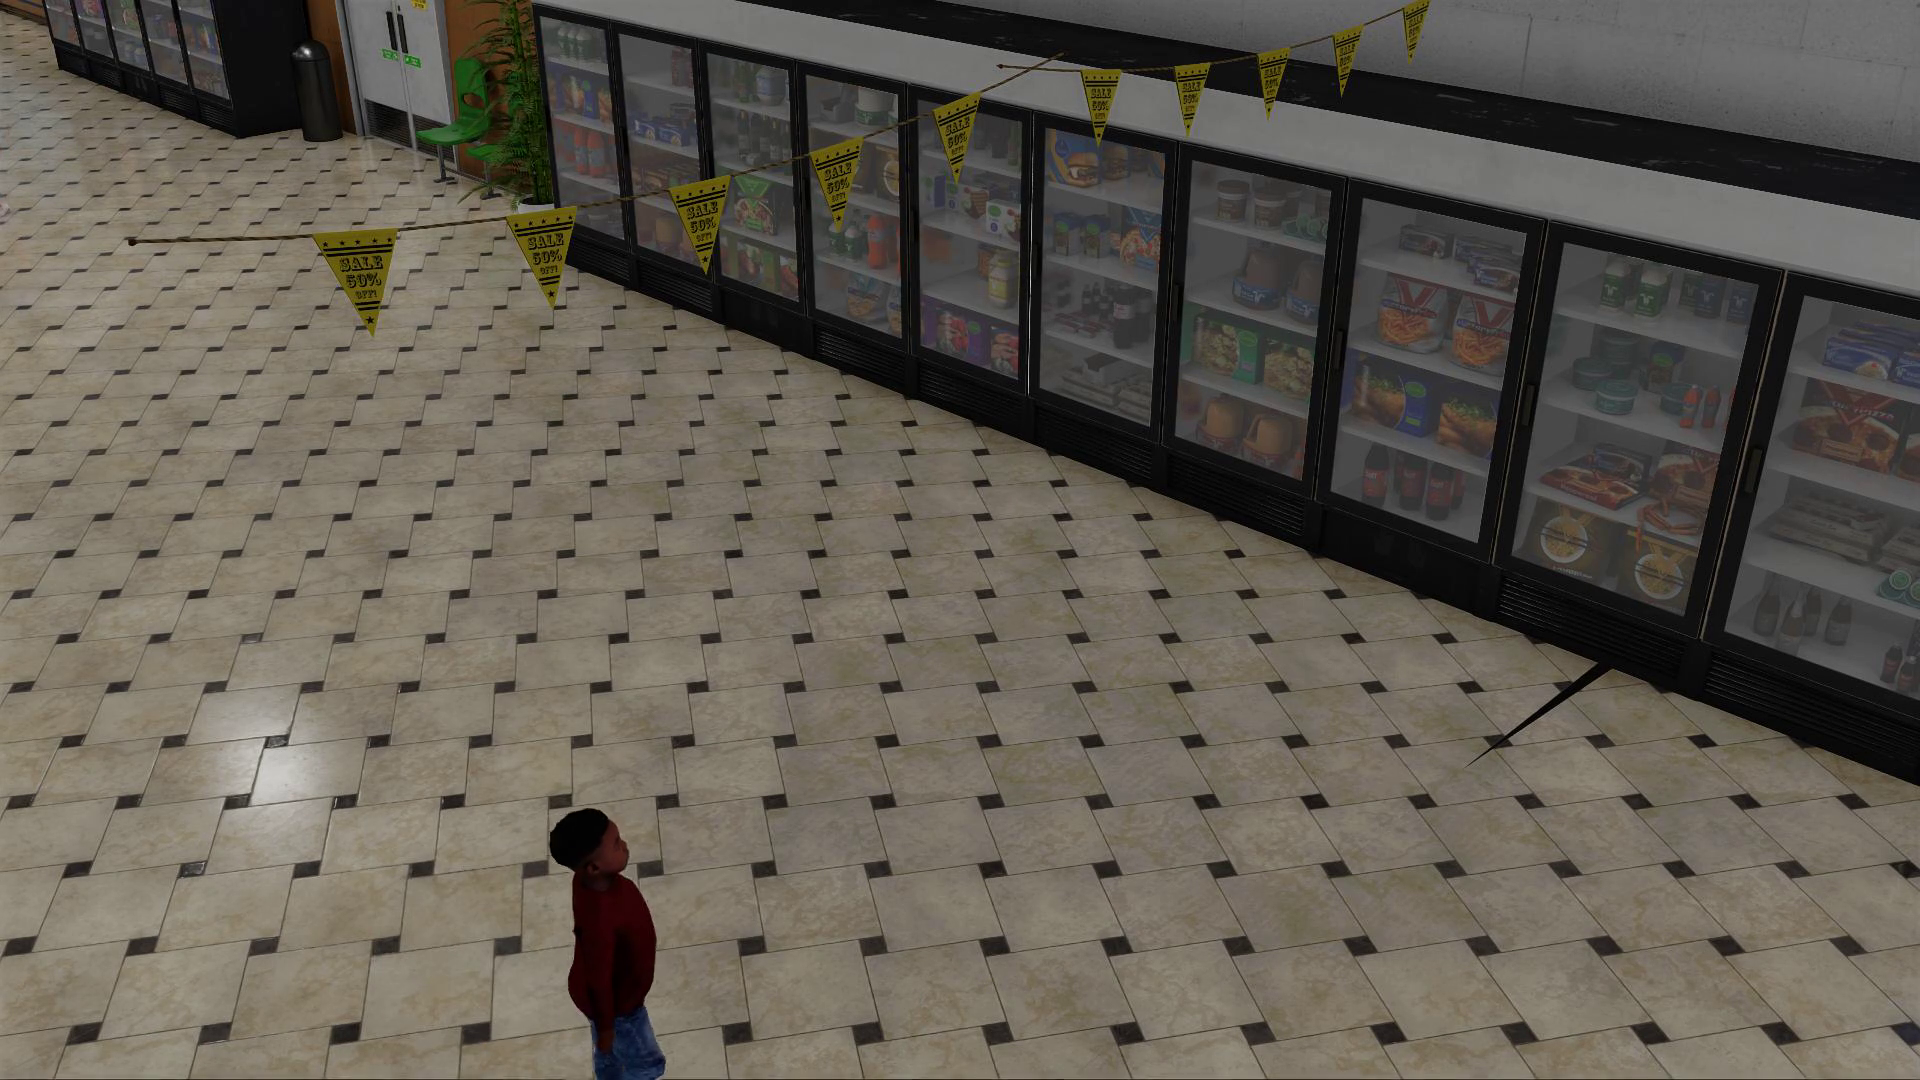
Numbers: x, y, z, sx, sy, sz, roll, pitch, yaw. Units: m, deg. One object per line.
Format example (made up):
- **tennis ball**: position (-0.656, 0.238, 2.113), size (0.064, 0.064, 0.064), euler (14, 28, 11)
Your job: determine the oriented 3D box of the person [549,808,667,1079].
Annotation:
- **person**: position (-1.093, 1.333, 4.929), size (0.632, 1.247, 0.591), euler (-9, 28, -17)
